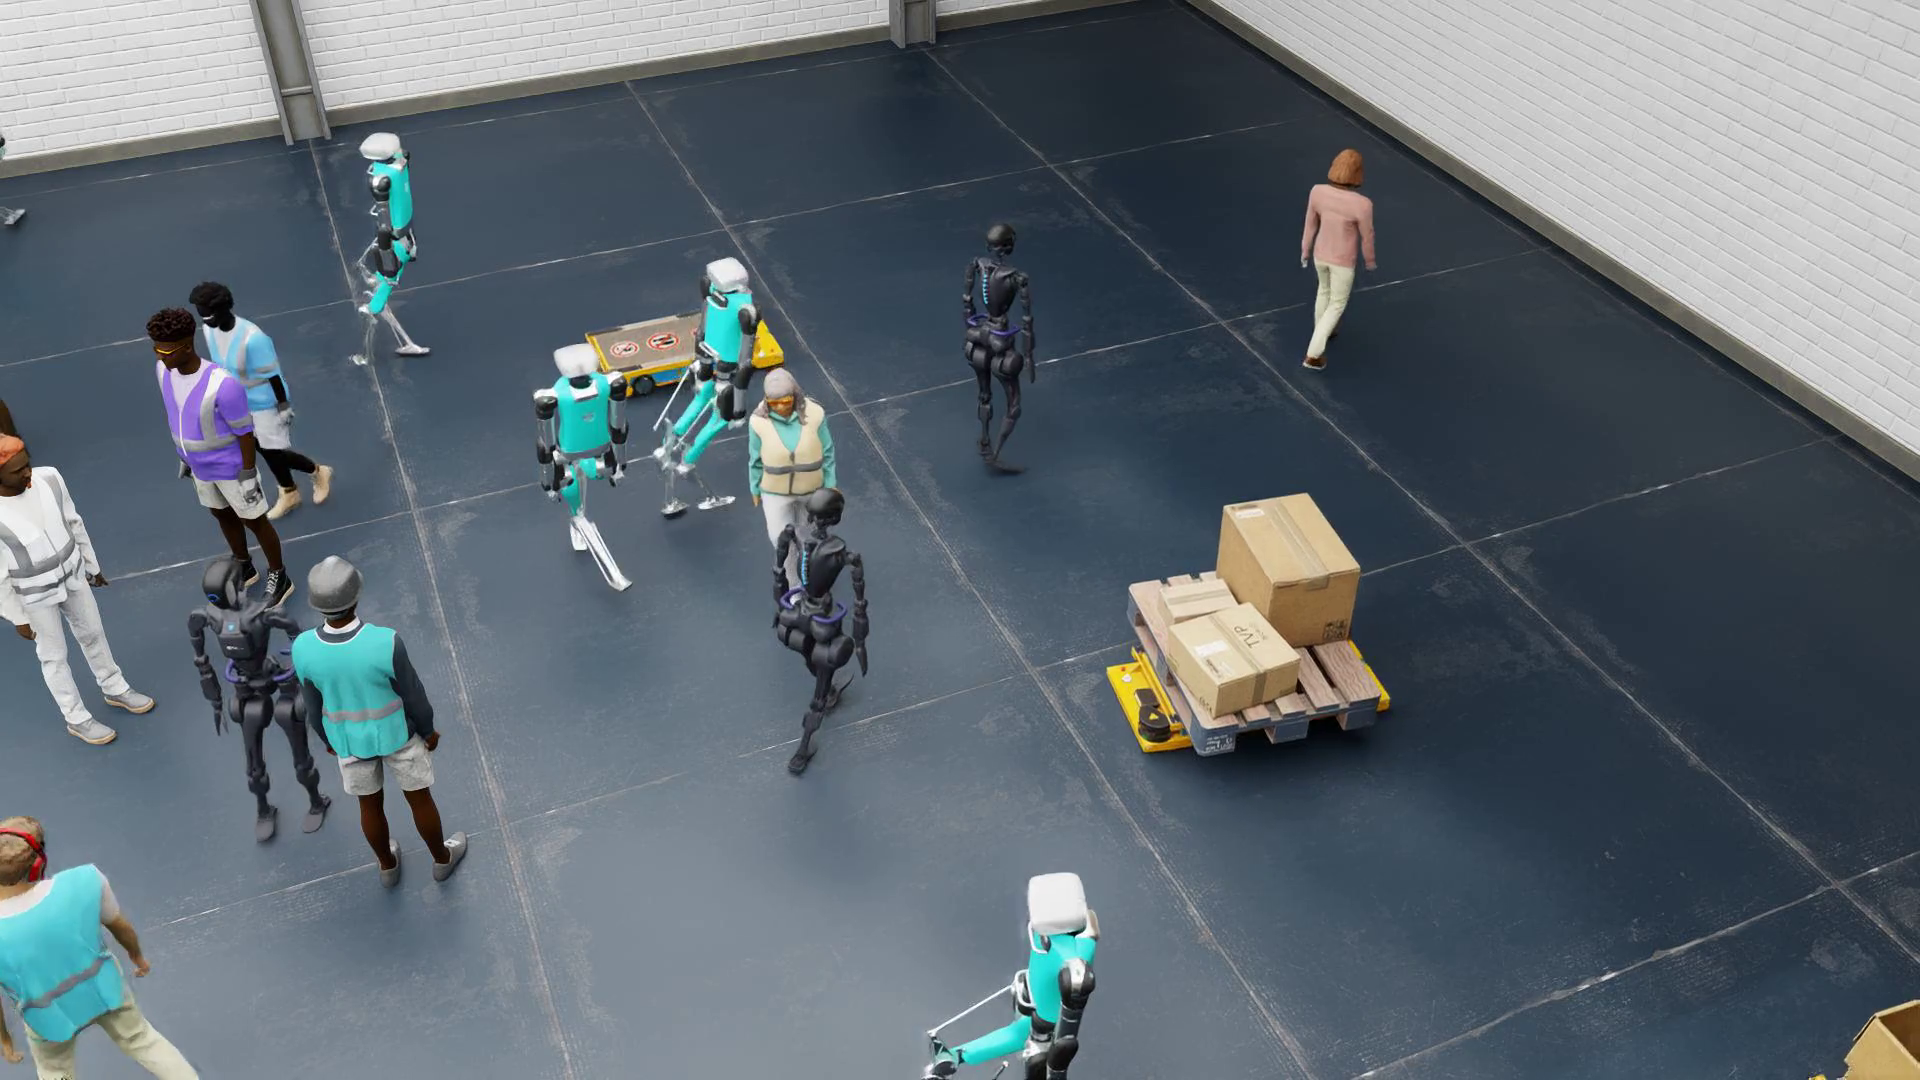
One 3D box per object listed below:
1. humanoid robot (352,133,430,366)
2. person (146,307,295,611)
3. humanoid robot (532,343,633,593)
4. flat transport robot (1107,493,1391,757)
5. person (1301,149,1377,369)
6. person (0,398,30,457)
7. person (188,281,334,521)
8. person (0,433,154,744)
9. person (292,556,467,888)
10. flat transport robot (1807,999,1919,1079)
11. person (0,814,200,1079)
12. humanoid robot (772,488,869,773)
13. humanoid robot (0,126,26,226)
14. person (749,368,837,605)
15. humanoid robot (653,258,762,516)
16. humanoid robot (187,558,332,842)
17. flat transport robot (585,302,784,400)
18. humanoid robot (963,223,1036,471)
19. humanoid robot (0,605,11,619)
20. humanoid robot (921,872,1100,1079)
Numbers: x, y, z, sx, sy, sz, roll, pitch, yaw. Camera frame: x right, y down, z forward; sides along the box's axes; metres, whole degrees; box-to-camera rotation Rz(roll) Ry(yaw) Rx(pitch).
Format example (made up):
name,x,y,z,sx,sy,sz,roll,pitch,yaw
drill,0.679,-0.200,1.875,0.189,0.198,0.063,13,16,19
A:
name,x,y,z,sx,sy,sz,roll,pitch,yaw
humanoid robot,-4.130,-1.963,11.712,0.764,1.895,0.545,2,38,2
person,-4.228,-0.447,9.465,0.602,1.966,0.368,16,40,20
humanoid robot,-2.254,-0.503,9.730,0.540,1.709,1.038,-19,41,-23
flat transport robot,1.598,0.789,9.247,1.431,0.231,0.659,-9,38,-11
person,2.648,-1.988,11.754,0.636,1.609,0.507,-30,47,-33
person,-6.529,-1.341,10.684,0.558,1.909,0.599,-4,38,-5
person,-4.325,-0.861,10.229,0.550,1.676,0.372,22,43,26
person,-4.704,0.246,8.635,0.361,1.880,0.573,14,40,18
person,-2.721,0.893,7.741,0.549,1.940,0.419,-4,38,-5
flat transport robot,3.693,2.794,6.637,0.659,0.231,1.431,-12,39,-15
person,-3.572,1.811,6.663,0.650,1.809,0.627,29,46,33
humanoid robot,-0.715,0.406,8.617,0.612,1.622,0.737,20,42,24
humanoid robot,-7.897,-3.054,13.092,0.542,1.759,1.037,0,38,0
person,-0.965,-0.336,9.555,0.491,1.676,0.629,-9,38,-12
humanoid robot,-1.641,-0.835,10.171,0.861,1.771,0.567,-20,42,-24
humanoid robot,-3.371,0.785,8.095,0.608,1.655,0.378,-1,38,-1
flat transport robot,-2.060,-1.366,12.052,1.431,0.231,0.659,-14,40,-18
humanoid robot,0.202,-1.238,10.734,0.601,1.647,0.458,28,46,31
humanoid robot,-5.925,-0.253,9.397,0.720,1.782,0.564,7,38,8
humanoid robot,0.208,1.962,6.498,0.987,1.737,0.545,-5,38,-6
